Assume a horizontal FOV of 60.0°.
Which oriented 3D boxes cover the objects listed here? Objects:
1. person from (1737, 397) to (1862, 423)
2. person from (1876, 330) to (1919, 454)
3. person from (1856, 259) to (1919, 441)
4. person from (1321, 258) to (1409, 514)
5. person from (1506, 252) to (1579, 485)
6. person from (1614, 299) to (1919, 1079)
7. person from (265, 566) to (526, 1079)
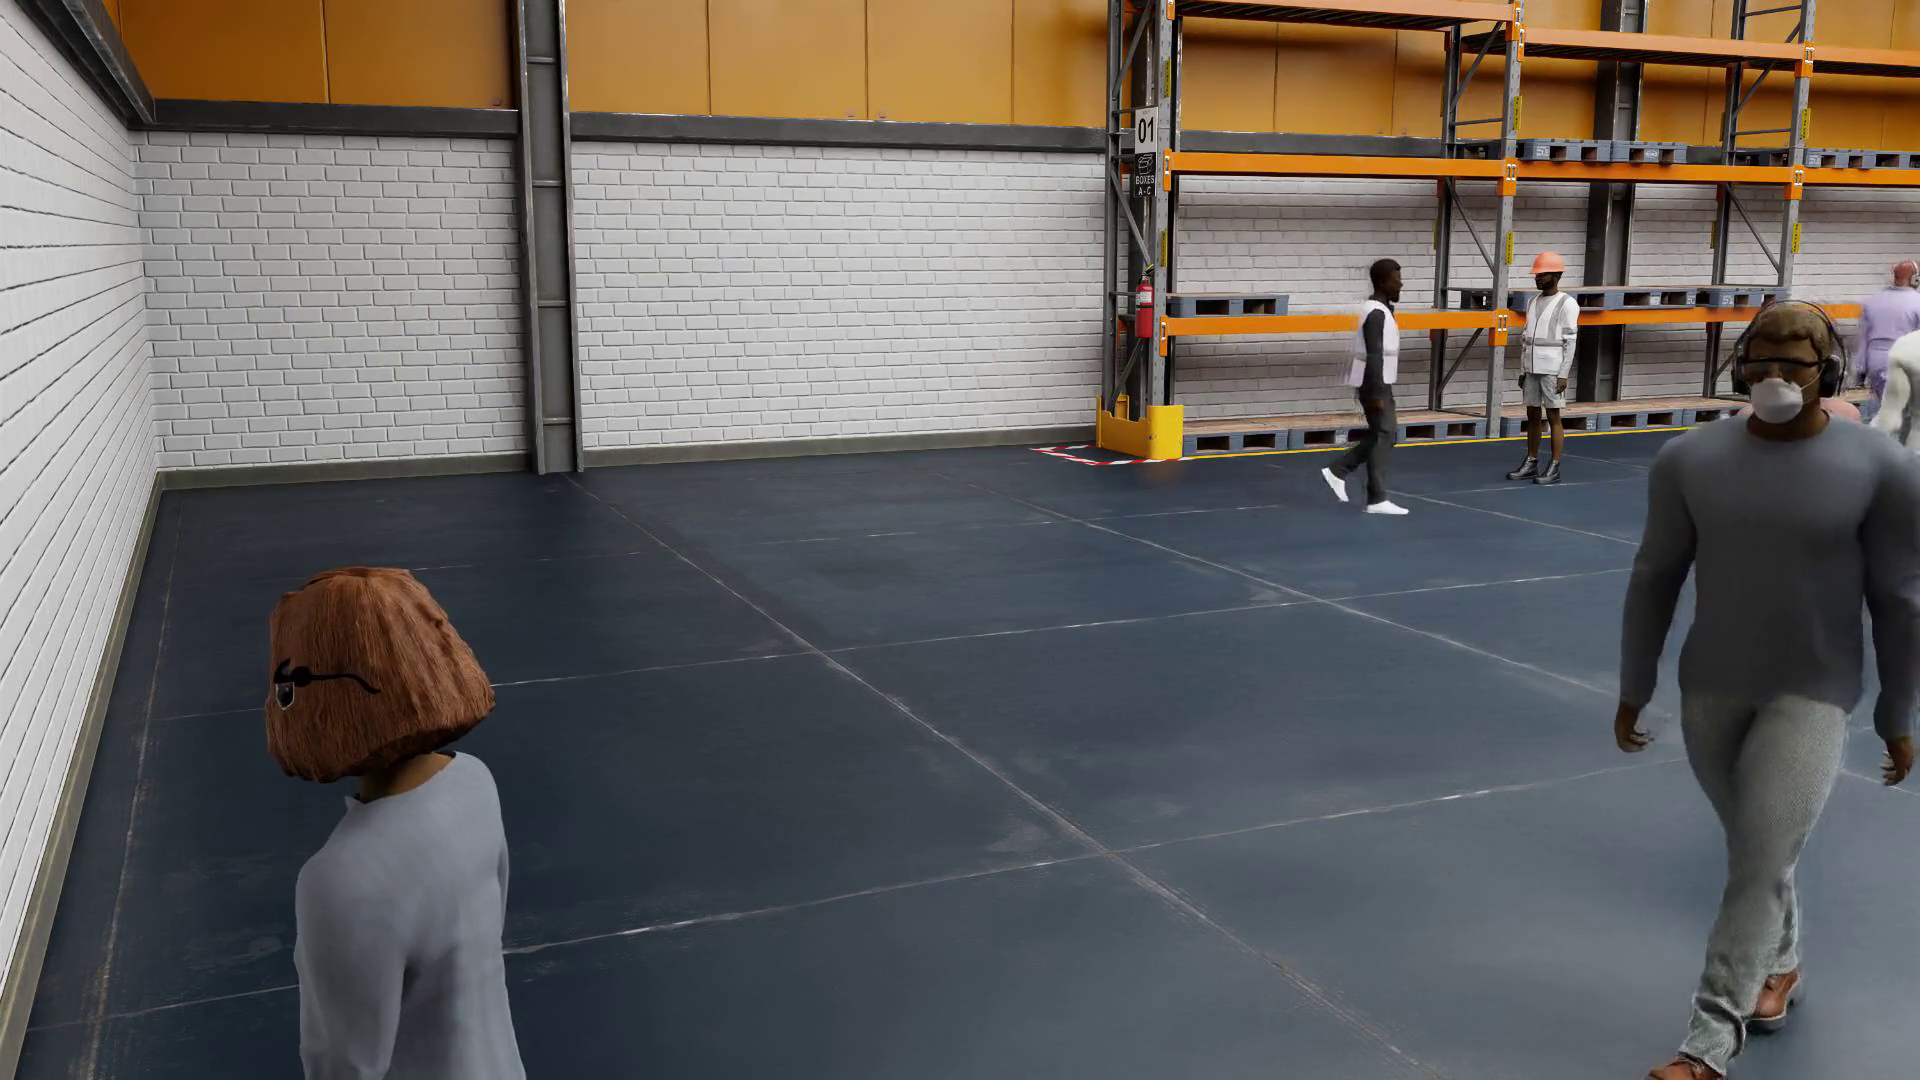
[{"bbox_3d":[3.096,0.030,6.266,0.533,1.767,0.310,-2,10,-12],"label":"person"},{"bbox_3d":[4.780,-0.357,8.030,0.635,1.913,0.910,4,11,22],"label":"person"},{"bbox_3d":[8.187,-1.529,14.664,0.889,1.877,0.655,-4,11,-22],"label":"person"},{"bbox_3d":[3.056,-1.135,12.374,0.566,1.902,0.595,4,11,20],"label":"person"},{"bbox_3d":[4.889,-1.435,13.943,0.358,1.938,0.548,-5,11,-25],"label":"person"},{"bbox_3d":[1.907,0.376,3.995,1.045,1.883,0.648,-10,14,-43],"label":"person"},{"bbox_3d":[-0.701,0.836,2.168,0.281,1.624,0.494,0,10,1],"label":"person"}]
